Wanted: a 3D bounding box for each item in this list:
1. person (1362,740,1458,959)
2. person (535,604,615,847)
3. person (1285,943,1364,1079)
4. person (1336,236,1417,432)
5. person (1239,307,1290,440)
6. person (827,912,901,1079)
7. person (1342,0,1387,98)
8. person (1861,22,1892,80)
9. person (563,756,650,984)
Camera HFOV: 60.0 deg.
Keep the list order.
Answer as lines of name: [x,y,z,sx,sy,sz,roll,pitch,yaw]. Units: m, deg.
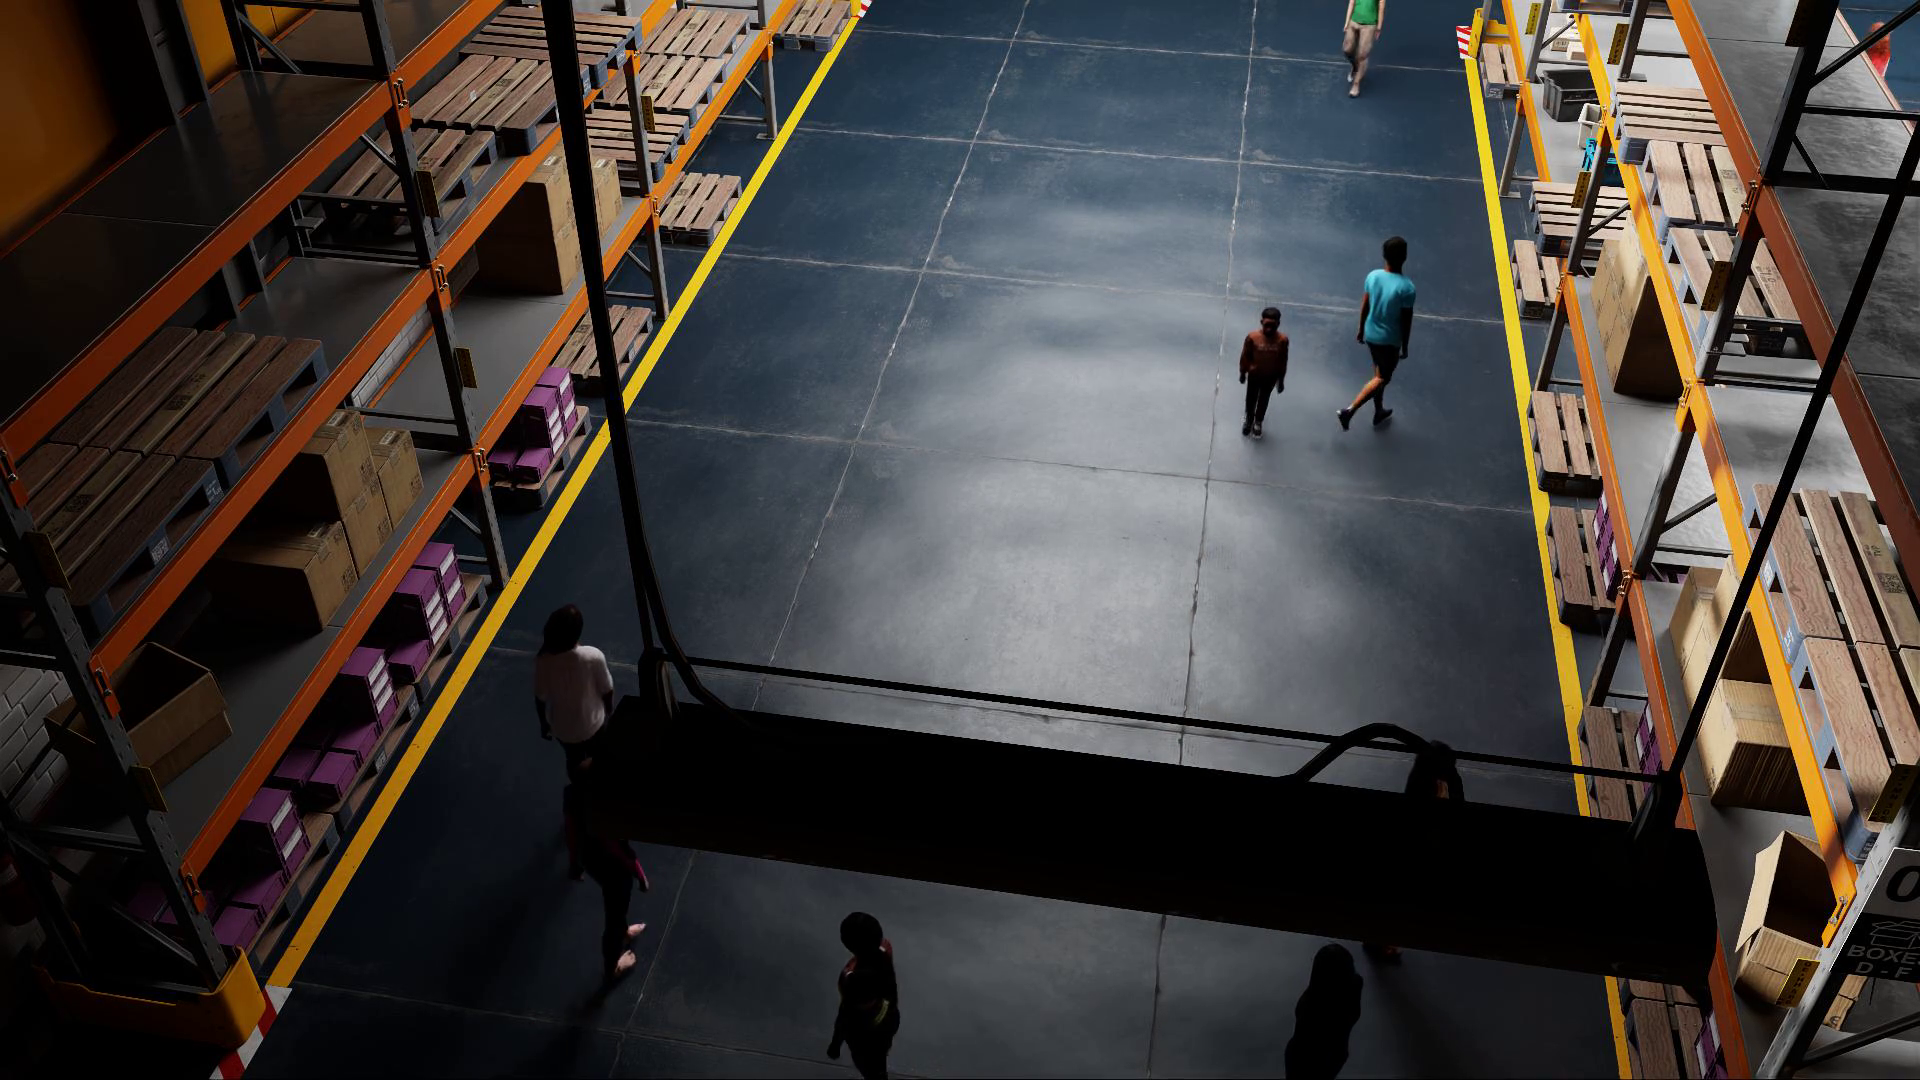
person: [2.608,1.768,9.672,0.777,1.641,0.564,15,41,18]
person: [-2.372,1.229,10.253,0.665,1.760,0.837,0,39,0]
person: [1.820,2.656,8.497,0.643,1.720,0.736,-29,47,-32]
person: [3.465,-1.641,13.857,1.096,1.746,0.993,-27,46,-30]
person: [2.562,-1.448,14.018,0.549,1.245,0.513,4,39,5]
person: [-0.379,2.573,8.584,0.691,1.742,0.615,16,41,19]
person: [4.748,-6.062,19.479,0.729,1.639,0.824,19,42,22]
person: [9.363,-4.444,17.320,0.794,1.804,1.032,-4,39,-5]
person: [-2.059,1.919,9.412,0.717,1.730,0.779,22,44,25]
